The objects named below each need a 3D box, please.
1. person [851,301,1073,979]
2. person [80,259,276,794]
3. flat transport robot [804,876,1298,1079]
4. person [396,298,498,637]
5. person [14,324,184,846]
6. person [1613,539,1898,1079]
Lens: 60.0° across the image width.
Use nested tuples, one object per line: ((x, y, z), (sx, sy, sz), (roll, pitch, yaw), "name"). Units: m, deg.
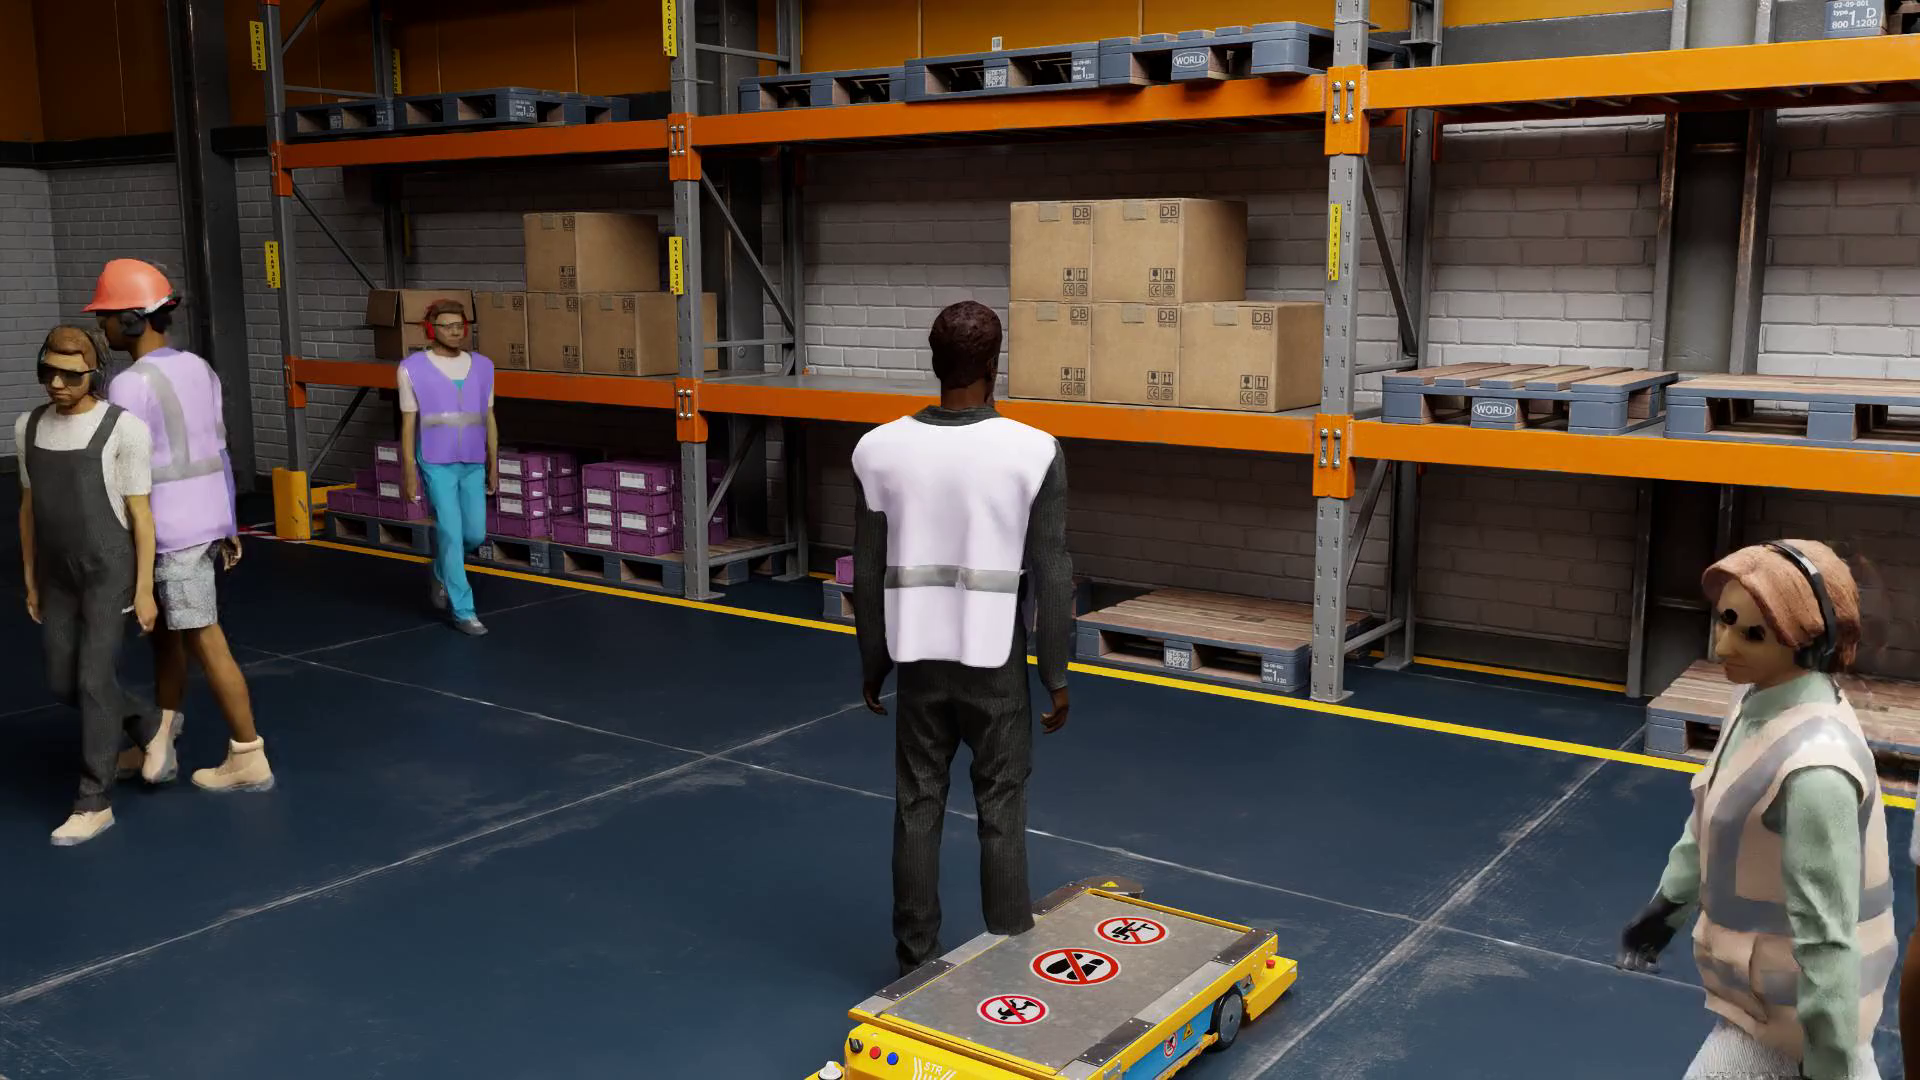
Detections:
((0.004, 0.326, 4.466), (0.597, 1.914, 0.372), (3, 10, 16), "person")
((-3.026, -0.026, 6.243), (0.871, 2.017, 0.659), (0, 10, 0), "person")
((0.254, 1.194, 4.191), (0.652, 0.197, 1.431), (7, 12, 35), "flat transport robot")
((-2.814, -0.410, 9.133), (0.729, 1.826, 0.568), (9, 13, 44), "person")
((-3.063, 0.132, 5.947), (0.521, 1.816, 0.651), (2, 10, 11), "person")
((1.309, 0.771, 2.804), (0.868, 1.576, 0.541), (4, 10, 24), "person")
